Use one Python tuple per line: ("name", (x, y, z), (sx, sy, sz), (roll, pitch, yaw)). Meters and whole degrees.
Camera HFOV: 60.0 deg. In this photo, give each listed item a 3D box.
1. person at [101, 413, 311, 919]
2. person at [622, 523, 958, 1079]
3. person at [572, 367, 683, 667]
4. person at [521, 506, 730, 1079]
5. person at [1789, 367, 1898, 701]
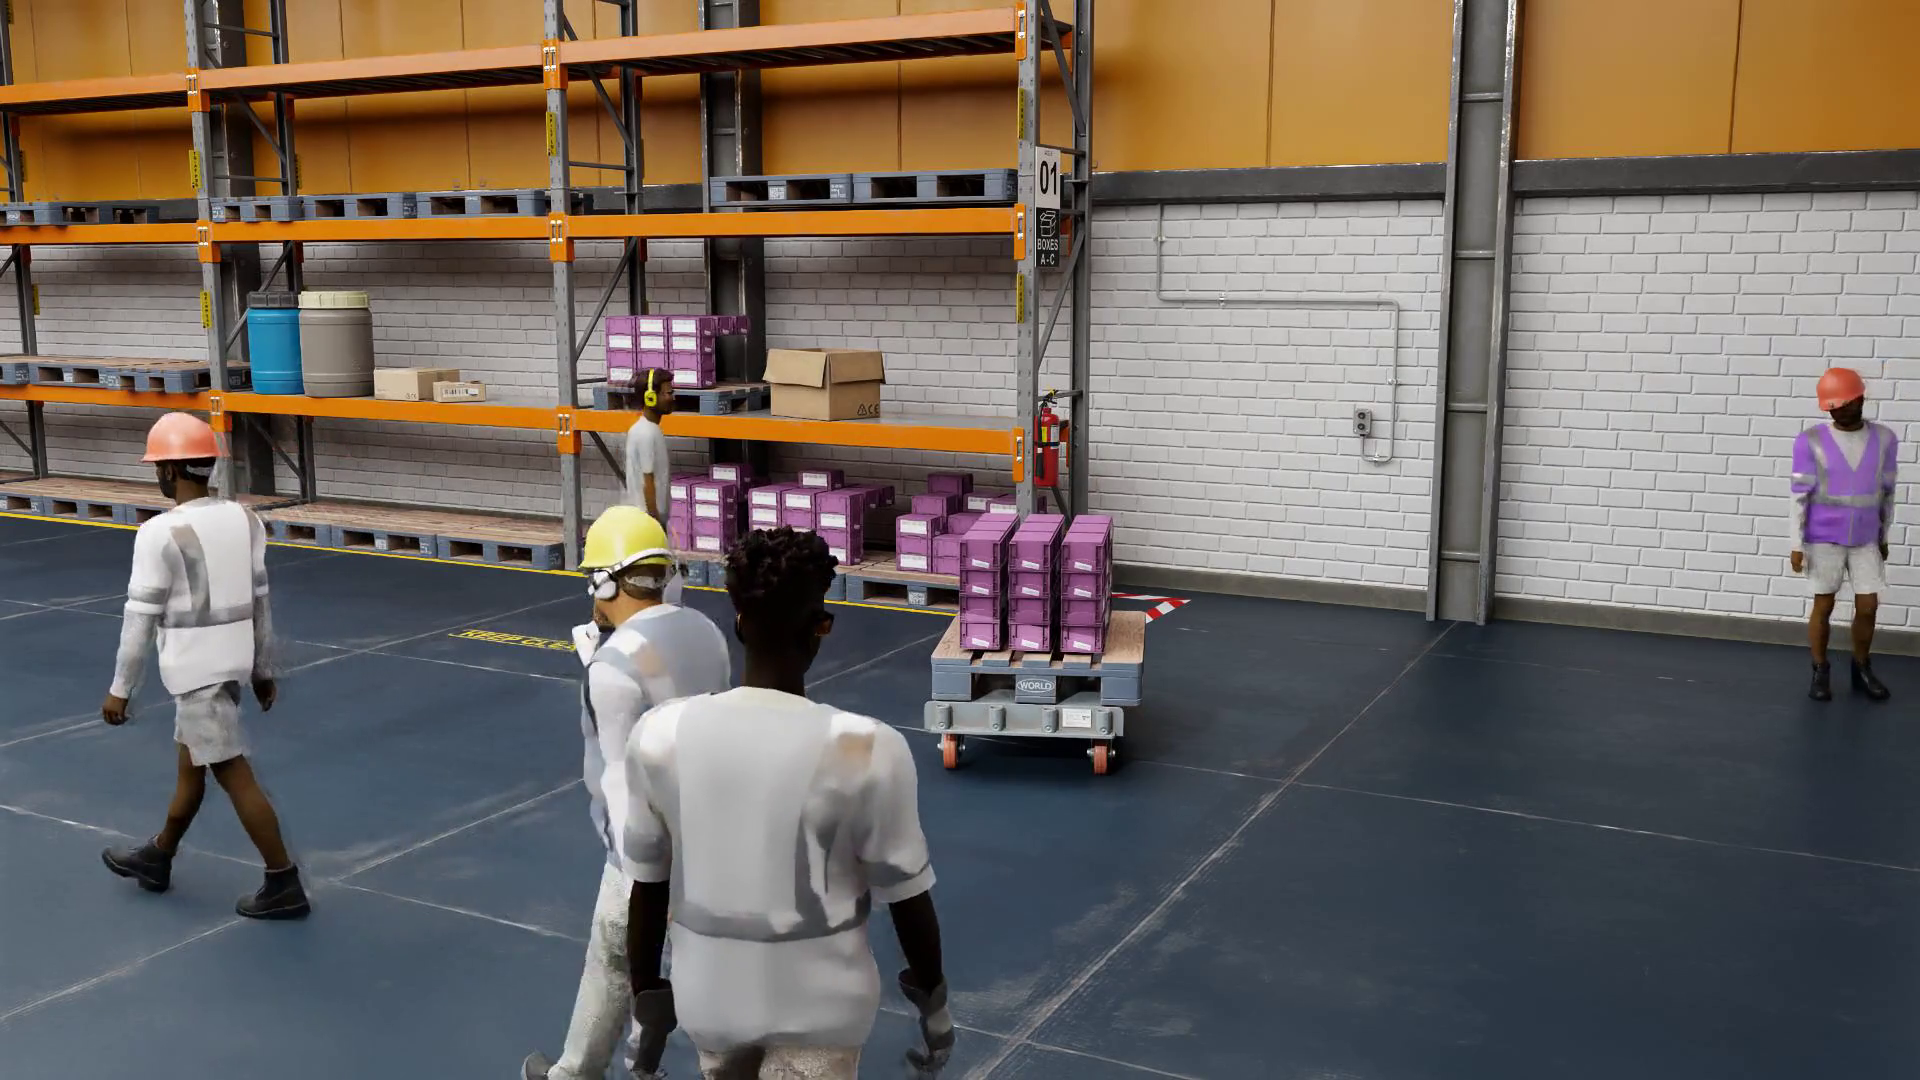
("person", (-2.869, 0.472, 6.207), (0.994, 1.881, 0.567), (3, 10, 15))
("person", (-0.335, 0.912, 3.426), (0.627, 1.909, 1.019), (3, 10, 20))
("person", (-1.876, -0.091, 9.812), (0.759, 1.852, 0.525), (-1, 9, -3))
("person", (-0.803, 0.800, 4.517), (0.953, 1.772, 0.623), (4, 10, 24))
("person", (4.885, -0.019, 9.227), (0.575, 1.889, 0.505), (2, 9, 10))
